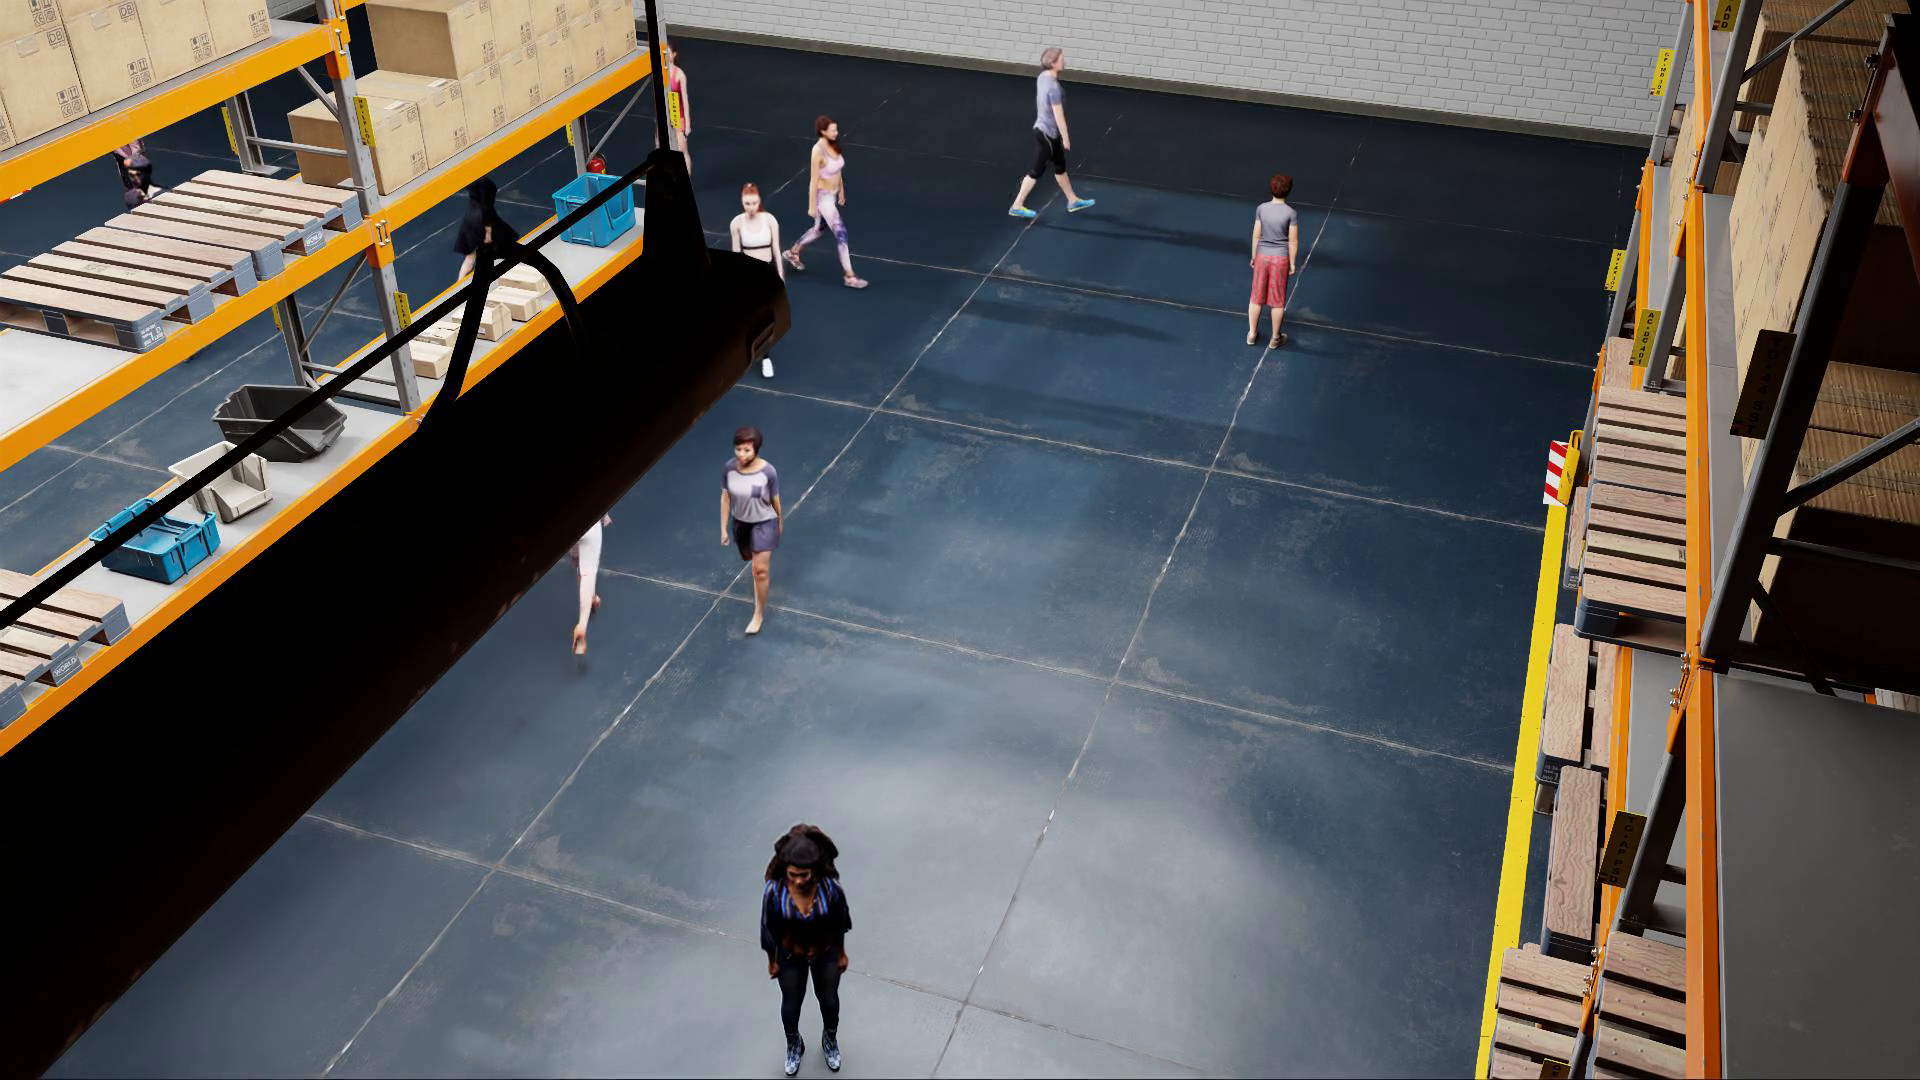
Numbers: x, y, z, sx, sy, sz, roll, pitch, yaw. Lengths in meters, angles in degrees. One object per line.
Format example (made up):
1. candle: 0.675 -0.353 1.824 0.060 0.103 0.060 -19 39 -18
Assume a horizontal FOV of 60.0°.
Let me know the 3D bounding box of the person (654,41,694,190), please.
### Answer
1. person: -3.118 -4.680 18.404 0.608 1.741 0.641 15 37 22

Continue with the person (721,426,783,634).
1. person: -1.448 -0.163 11.792 0.607 1.537 0.999 8 35 12

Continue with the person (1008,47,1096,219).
1. person: 0.852 -4.283 17.717 1.122 1.840 1.254 -4 34 -6

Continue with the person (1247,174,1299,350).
1. person: 2.873 -2.565 15.303 0.610 1.651 0.549 15 36 21

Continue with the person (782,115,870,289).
1. person: -1.387 -3.339 16.392 0.661 1.734 1.121 11 35 16

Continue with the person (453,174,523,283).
1. person: -4.594 -2.914 15.789 0.906 1.694 1.248 27 42 34

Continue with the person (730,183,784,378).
1. person: -1.811 -2.386 14.973 0.973 1.719 1.159 -7 34 -10

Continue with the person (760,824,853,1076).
1. person: -0.760 2.074 8.352 0.700 1.619 0.702 -4 34 -6

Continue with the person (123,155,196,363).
1. person: -7.193 -2.639 15.221 0.832 1.865 0.994 5 34 8
